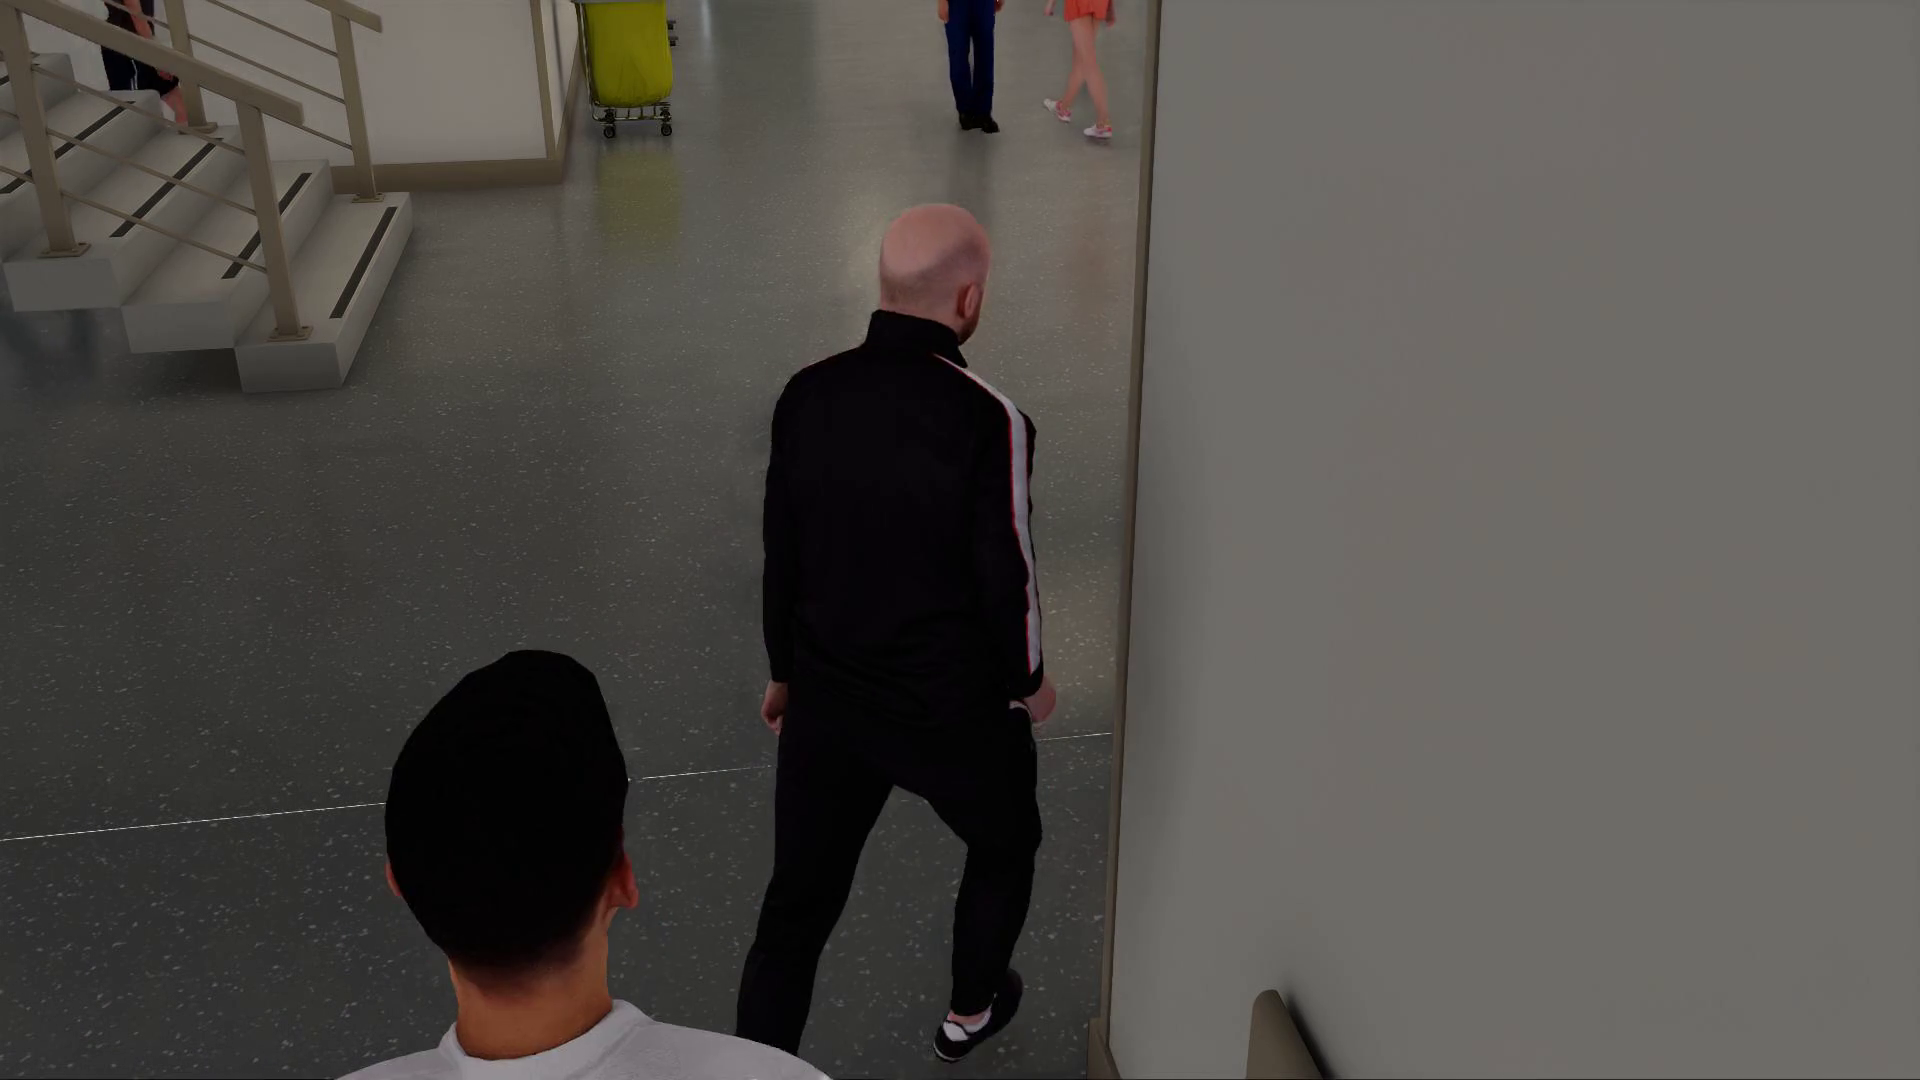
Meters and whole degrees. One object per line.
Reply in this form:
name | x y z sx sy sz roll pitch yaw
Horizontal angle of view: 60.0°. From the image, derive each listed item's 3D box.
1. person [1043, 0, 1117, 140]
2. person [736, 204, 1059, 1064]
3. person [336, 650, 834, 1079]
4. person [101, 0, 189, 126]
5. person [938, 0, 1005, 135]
person | 0.877 -3.524 11.026 1.067 1.713 0.961 -19 32 -34
person | -0.131 0.384 2.854 1.044 1.771 1.066 10 28 20
person | -0.307 1.017 1.493 1.174 1.814 0.862 -1 26 -2
person | -4.615 -2.667 9.119 0.957 1.826 0.728 -8 27 -16
person | 0.020 -3.727 11.290 0.777 1.851 0.775 -7 27 -15
